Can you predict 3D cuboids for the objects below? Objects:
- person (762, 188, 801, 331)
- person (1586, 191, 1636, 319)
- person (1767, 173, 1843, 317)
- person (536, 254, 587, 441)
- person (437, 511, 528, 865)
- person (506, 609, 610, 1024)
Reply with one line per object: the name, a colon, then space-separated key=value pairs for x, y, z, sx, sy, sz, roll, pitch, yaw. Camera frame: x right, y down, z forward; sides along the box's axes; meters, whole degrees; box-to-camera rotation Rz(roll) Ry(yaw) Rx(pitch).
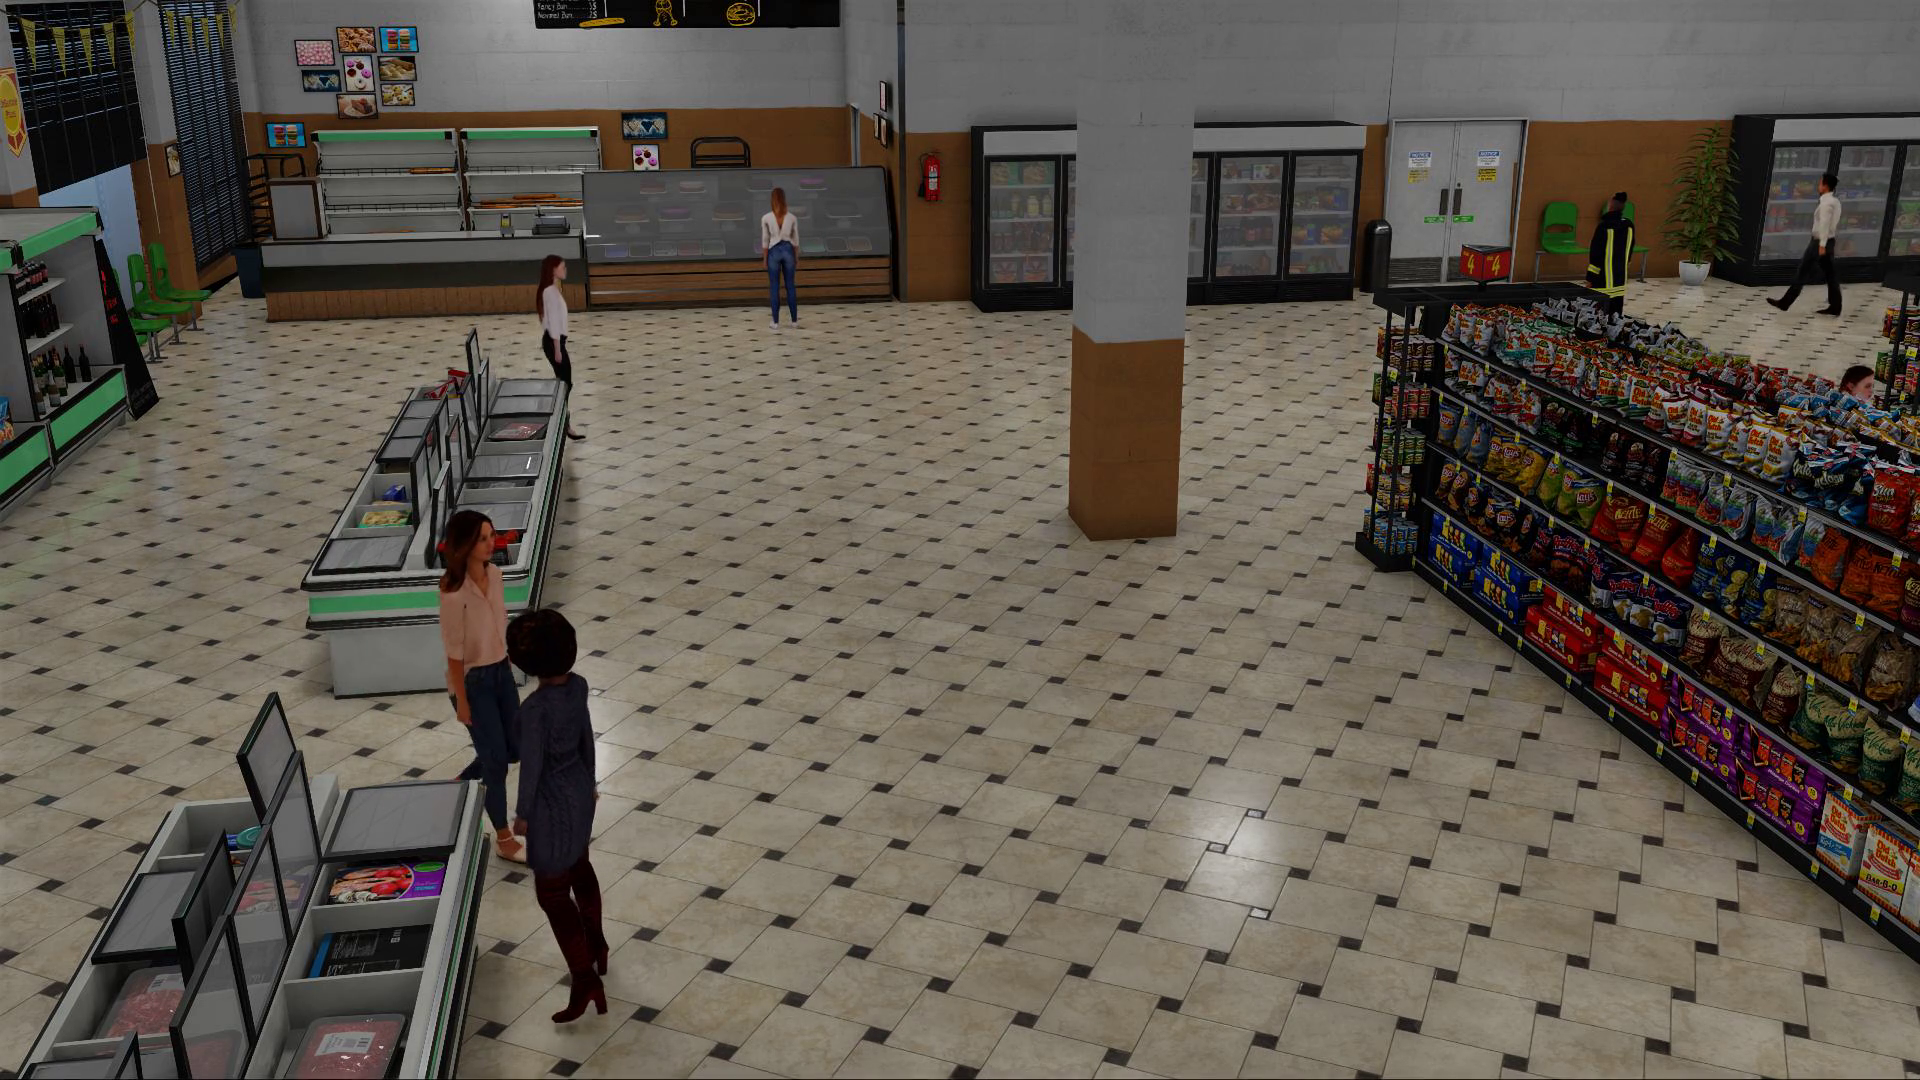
person: x=-2.202 y=-3.464 z=20.469 sx=0.619 sy=1.720 sz=0.521 roll=-4 pitch=19 yaw=-13
person: x=7.428 y=-3.063 z=19.060 sx=0.819 sy=1.861 sz=0.787 roll=-9 pitch=20 yaw=-24
person: x=11.047 y=-3.705 z=21.112 sx=1.207 sy=1.767 sz=1.105 roll=15 pitch=23 yaw=37
person: x=-3.810 y=-1.736 z=15.305 sx=0.750 sy=1.744 sz=0.809 roll=-6 pitch=19 yaw=-16
person: x=-2.362 y=0.703 z=8.019 sx=0.928 sy=1.779 sz=0.921 roll=8 pitch=20 yaw=23
person: x=-1.648 y=1.111 z=6.928 sx=0.960 sy=1.703 sz=0.848 roll=7 pitch=20 yaw=19
